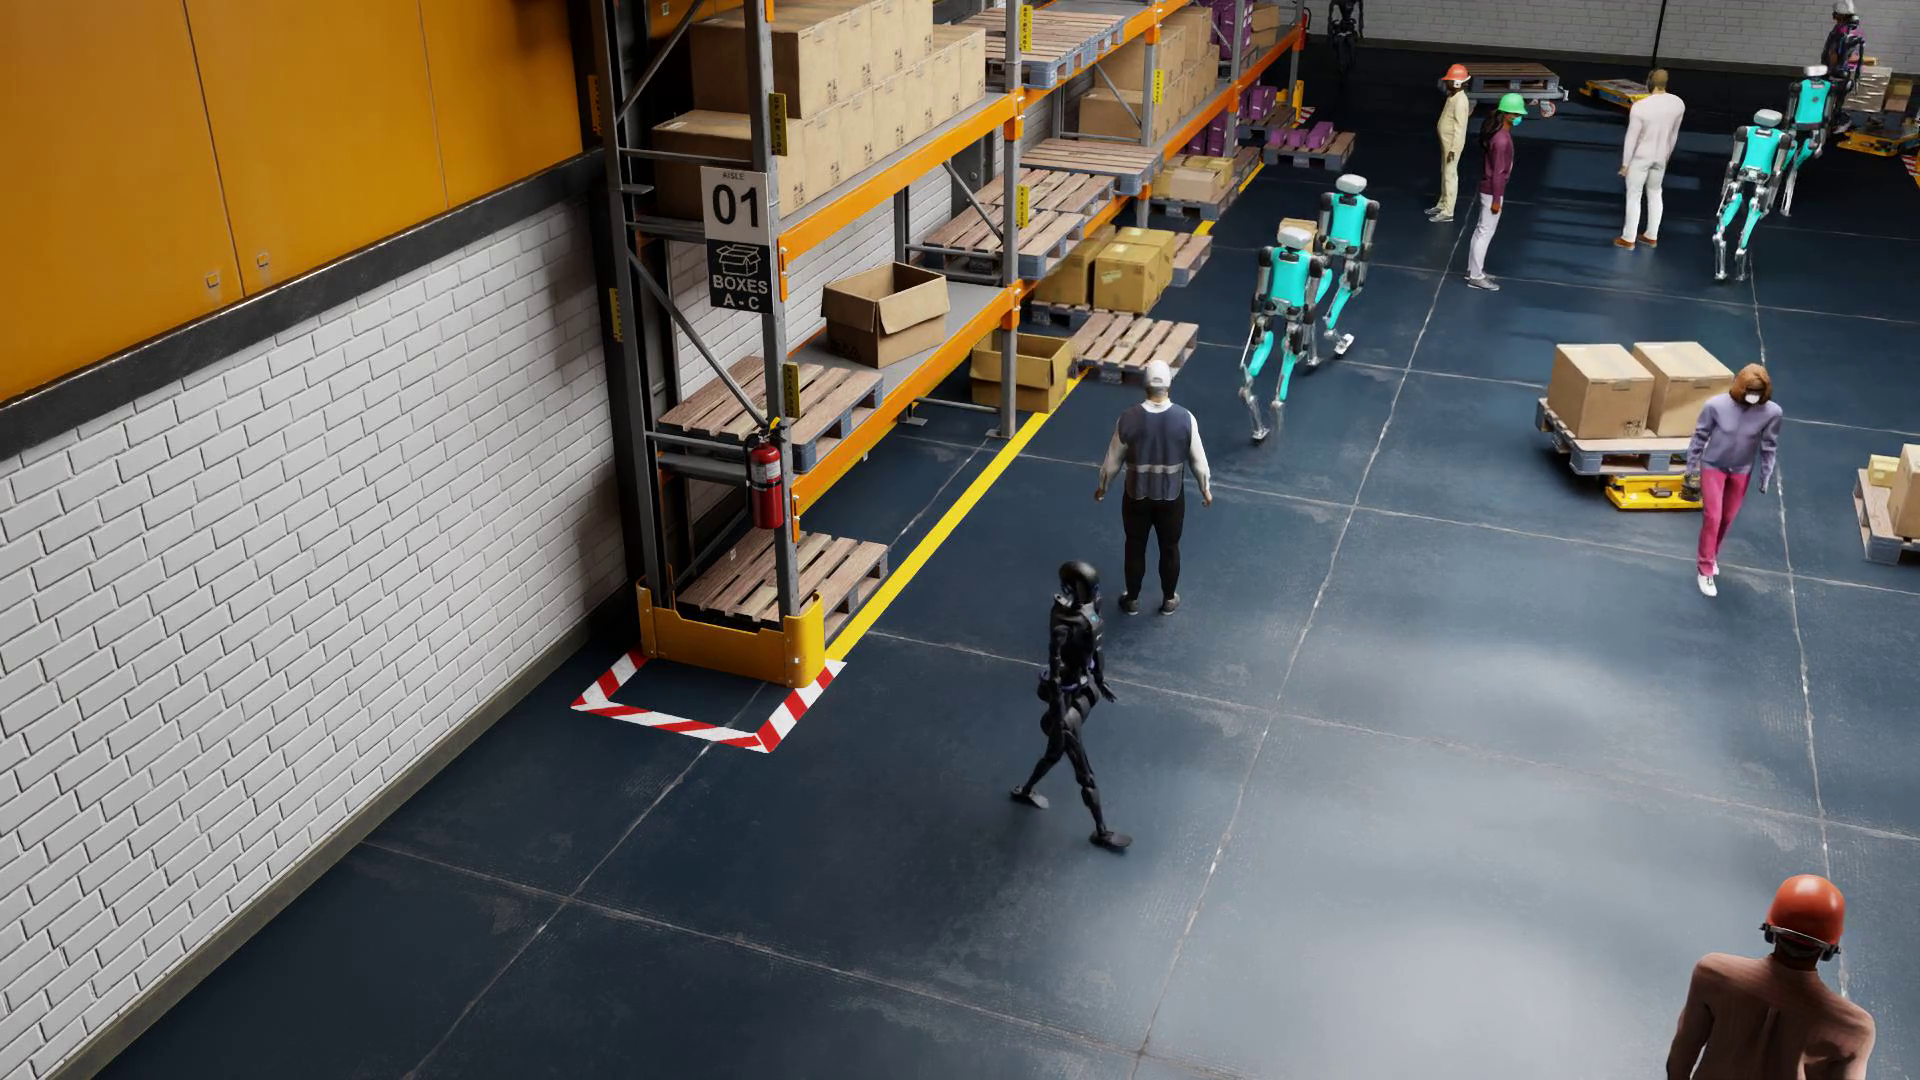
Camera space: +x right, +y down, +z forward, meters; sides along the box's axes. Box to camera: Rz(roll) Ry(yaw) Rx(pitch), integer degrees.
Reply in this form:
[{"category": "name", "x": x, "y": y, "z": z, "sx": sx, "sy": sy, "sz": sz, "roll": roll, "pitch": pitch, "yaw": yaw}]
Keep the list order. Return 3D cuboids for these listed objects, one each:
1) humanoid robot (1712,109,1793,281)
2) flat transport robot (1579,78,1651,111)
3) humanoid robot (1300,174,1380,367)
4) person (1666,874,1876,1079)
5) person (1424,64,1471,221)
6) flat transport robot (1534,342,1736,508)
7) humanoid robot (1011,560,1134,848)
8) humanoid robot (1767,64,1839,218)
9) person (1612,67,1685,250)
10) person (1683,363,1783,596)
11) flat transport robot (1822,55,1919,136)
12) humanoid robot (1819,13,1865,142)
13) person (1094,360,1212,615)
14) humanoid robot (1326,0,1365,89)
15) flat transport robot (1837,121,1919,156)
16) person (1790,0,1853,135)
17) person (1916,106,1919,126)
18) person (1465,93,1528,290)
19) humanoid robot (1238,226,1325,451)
[{"category": "humanoid robot", "x": 7.882, "y": -3.382, "z": 16.731, "sx": 0.550, "sy": 1.800, "sz": 0.850, "roll": 20, "pitch": 33, "yaw": 33}, {"category": "flat transport robot", "x": 9.795, "y": -6.530, "z": 24.418, "sx": 0.659, "sy": 0.231, "sz": 1.431, "roll": -7, "pitch": 28, "yaw": -14}, {"category": "humanoid robot", "x": 3.278, "y": -2.300, "z": 14.603, "sx": 0.552, "sy": 1.735, "sz": 1.015, "roll": 16, "pitch": 31, "yaw": 28}, {"category": "person", "x": 2.829, "y": 2.035, "z": 5.936, "sx": 0.610, "sy": 1.986, "sz": 0.402, "roll": 21, "pitch": 34, "yaw": 35}, {"category": "person", "x": 5.544, "y": -4.499, "z": 18.856, "sx": 0.336, "sy": 1.752, "sz": 0.563, "roll": 4, "pitch": 28, "yaw": 8}, {"category": "flat transport robot", "x": 5.211, "y": -0.623, "z": 12.959, "sx": 0.659, "sy": 0.231, "sz": 1.431, "roll": -1, "pitch": 27, "yaw": -1}, {"category": "humanoid robot", "x": 0.621, "y": 0.814, "z": 8.695, "sx": 0.796, "sy": 1.623, "sz": 0.603, "roll": 14, "pitch": 31, "yaw": 26}, {"category": "humanoid robot", "x": 9.541, "y": -4.543, "z": 19.074, "sx": 0.551, "sy": 1.893, "sz": 0.766, "roll": 2, "pitch": 27, "yaw": 3}, {"category": "person", "x": 7.394, "y": -4.092, "z": 17.883, "sx": 0.624, "sy": 1.927, "sz": 0.366, "roll": -6, "pitch": 28, "yaw": -11}, {"category": "person", "x": 5.150, "y": -0.431, "z": 11.127, "sx": 0.528, "sy": 1.597, "sz": 0.597, "roll": 5, "pitch": 28, "yaw": 10}, {"category": "flat transport robot", "x": 12.372, "y": -5.672, "z": 22.752, "sx": 1.431, "sy": 0.231, "sz": 0.659, "roll": 15, "pitch": 31, "yaw": 27}, {"category": "humanoid robot", "x": 11.746, "y": -6.172, "z": 22.180, "sx": 0.409, "sy": 1.649, "sz": 0.585, "roll": -17, "pitch": 32, "yaw": -30}, {"category": "person", "x": 1.250, "y": -0.322, "z": 10.752, "sx": 0.762, "sy": 1.754, "sz": 0.449, "roll": 2, "pitch": 27, "yaw": 4}, {"category": "humanoid robot", "x": 5.793, "y": -7.657, "z": 25.074, "sx": 0.601, "sy": 1.630, "sz": 0.483, "roll": -3, "pitch": 27, "yaw": -6}, {"category": "flat transport robot", "x": 12.356, "y": -5.337, "z": 22.103, "sx": 1.431, "sy": 0.231, "sz": 0.659, "roll": -19, "pitch": 33, "yaw": -32}, {"category": "person", "x": 11.813, "y": -6.372, "z": 22.422, "sx": 0.712, "sy": 1.831, "sz": 0.608, "roll": 13, "pitch": 30, "yaw": 23}, {"category": "person", "x": 13.179, "y": -6.265, "z": 22.188, "sx": 0.633, "sy": 1.841, "sz": 0.429, "roll": 10, "pitch": 29, "yaw": 18}, {"category": "person", "x": 5.366, "y": -3.510, "z": 16.729, "sx": 0.422, "sy": 1.948, "sz": 0.492, "roll": 6, "pitch": 28, "yaw": 11}, {"category": "humanoid robot", "x": 2.454, "y": -1.483, "z": 13.138, "sx": 0.546, "sy": 1.881, "sz": 0.742, "roll": 16, "pitch": 31, "yaw": 27}]
